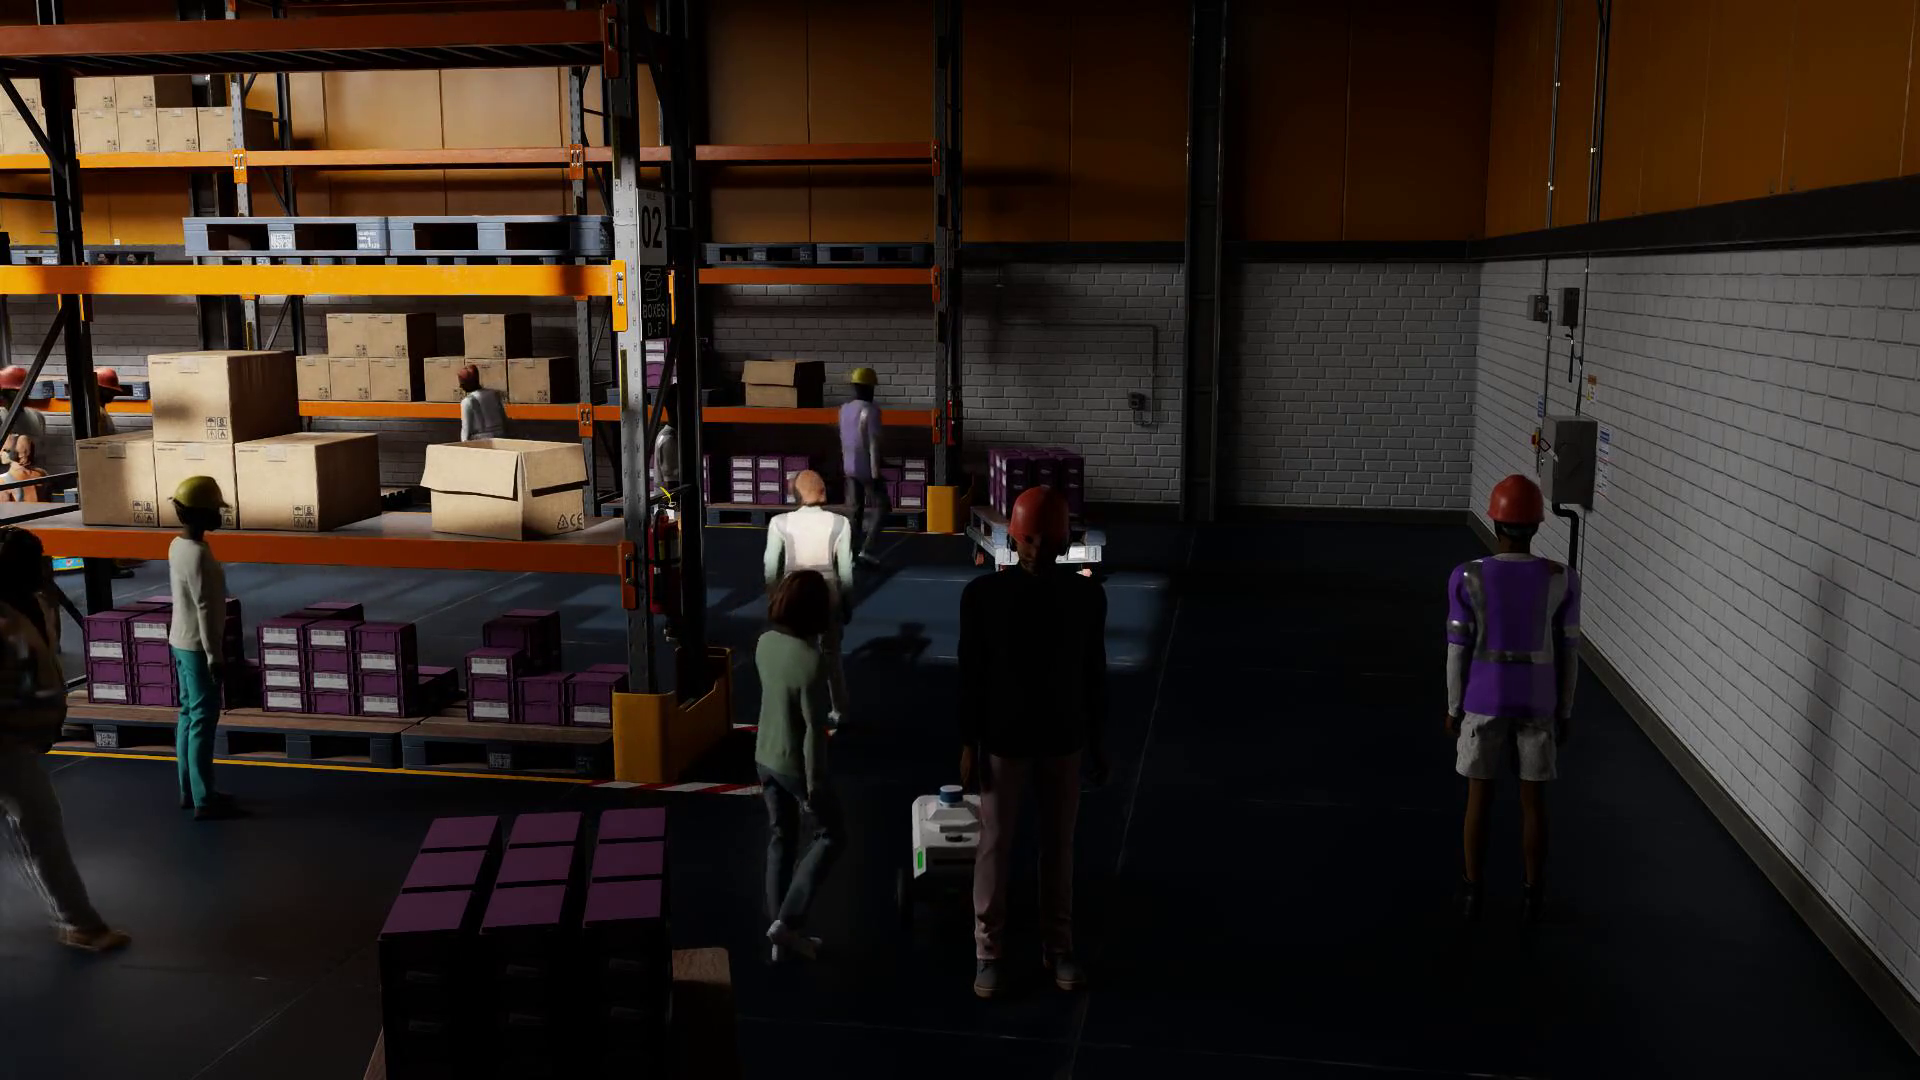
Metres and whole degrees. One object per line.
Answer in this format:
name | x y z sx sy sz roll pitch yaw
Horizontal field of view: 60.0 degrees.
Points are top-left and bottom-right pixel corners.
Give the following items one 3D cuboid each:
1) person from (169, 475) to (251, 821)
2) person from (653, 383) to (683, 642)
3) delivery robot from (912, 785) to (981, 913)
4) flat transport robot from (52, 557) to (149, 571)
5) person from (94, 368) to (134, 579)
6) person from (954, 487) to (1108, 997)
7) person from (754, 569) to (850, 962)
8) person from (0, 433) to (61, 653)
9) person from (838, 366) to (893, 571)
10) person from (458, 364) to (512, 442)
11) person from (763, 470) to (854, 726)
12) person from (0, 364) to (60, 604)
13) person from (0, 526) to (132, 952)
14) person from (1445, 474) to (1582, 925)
person | -3.873 0.548 8.545 0.330 1.765 0.533 -7 11 -36
person | -2.139 -0.212 12.631 0.367 1.966 0.607 -2 9 -11
delivery robot | -0.037 1.311 7.254 0.477 0.478 0.707 0 9 -2
flat transport robot | -8.444 0.166 15.528 0.652 0.197 1.431 9 13 44
person | -7.817 -0.609 15.215 0.383 1.927 0.543 -5 10 -29
person | 0.285 0.777 6.437 0.609 1.985 0.392 -2 9 -11
person | -0.641 0.914 6.724 0.354 1.614 0.495 -8 12 -41
person | -6.745 0.048 12.011 0.305 1.645 0.522 2 9 9
person | -0.883 -0.665 15.574 0.477 1.913 0.599 -9 13 -43
person | -4.890 -0.906 17.330 0.353 1.856 0.746 5 10 28
person | -0.913 0.381 10.036 0.534 1.617 0.540 -2 9 -11
person | -7.789 -0.438 13.814 0.389 2.042 0.615 3 10 19
person | -3.960 0.815 6.868 0.933 1.783 0.674 -2 9 -10
person | 2.350 0.687 7.128 0.545 1.943 0.347 2 9 11
